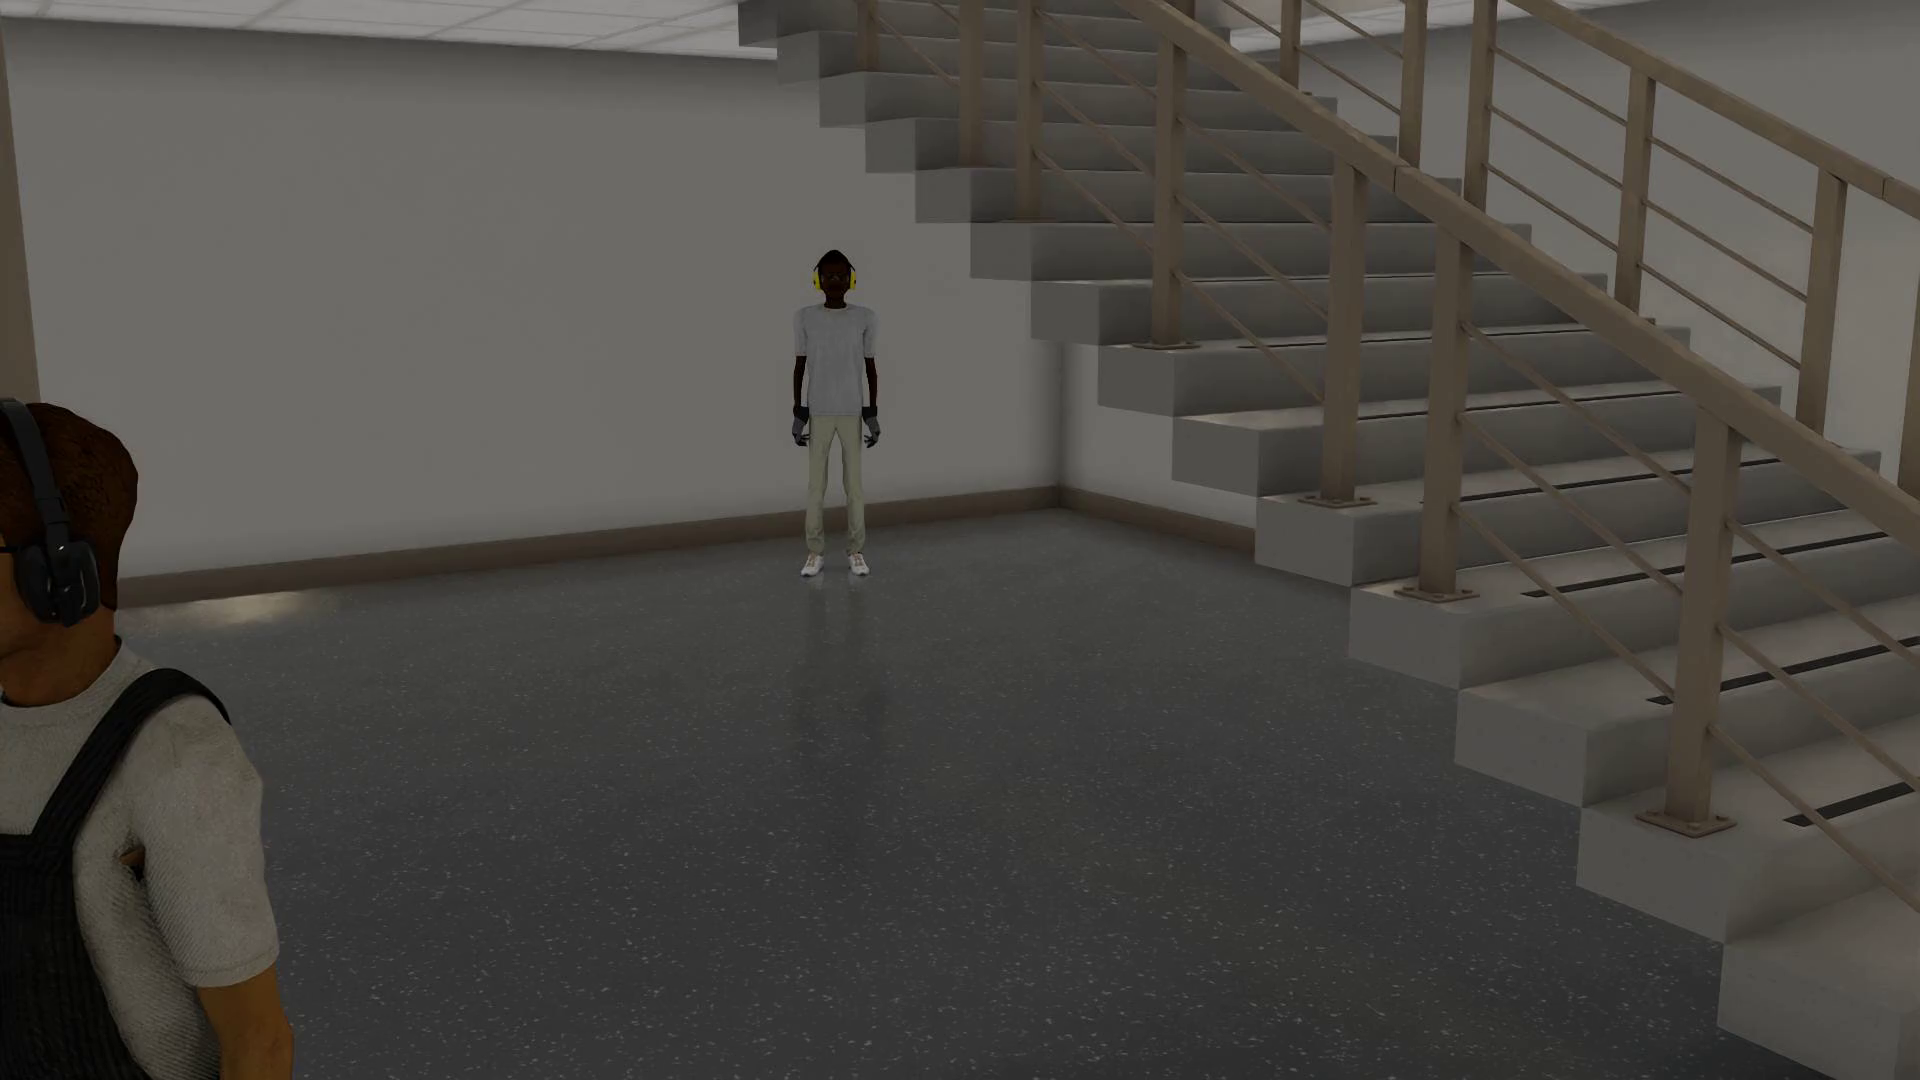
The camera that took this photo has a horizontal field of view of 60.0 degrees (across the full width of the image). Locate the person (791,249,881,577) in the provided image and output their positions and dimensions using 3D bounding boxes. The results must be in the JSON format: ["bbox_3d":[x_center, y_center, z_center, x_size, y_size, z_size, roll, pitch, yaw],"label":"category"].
[{"bbox_3d":[-0.713,-0.720,9.565,0.516,1.876,0.327,-1,11,-5],"label":"person"}]

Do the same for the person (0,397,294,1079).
[{"bbox_3d":[-0.952,0.756,1.884,0.516,1.843,0.327,7,13,34],"label":"person"}]
